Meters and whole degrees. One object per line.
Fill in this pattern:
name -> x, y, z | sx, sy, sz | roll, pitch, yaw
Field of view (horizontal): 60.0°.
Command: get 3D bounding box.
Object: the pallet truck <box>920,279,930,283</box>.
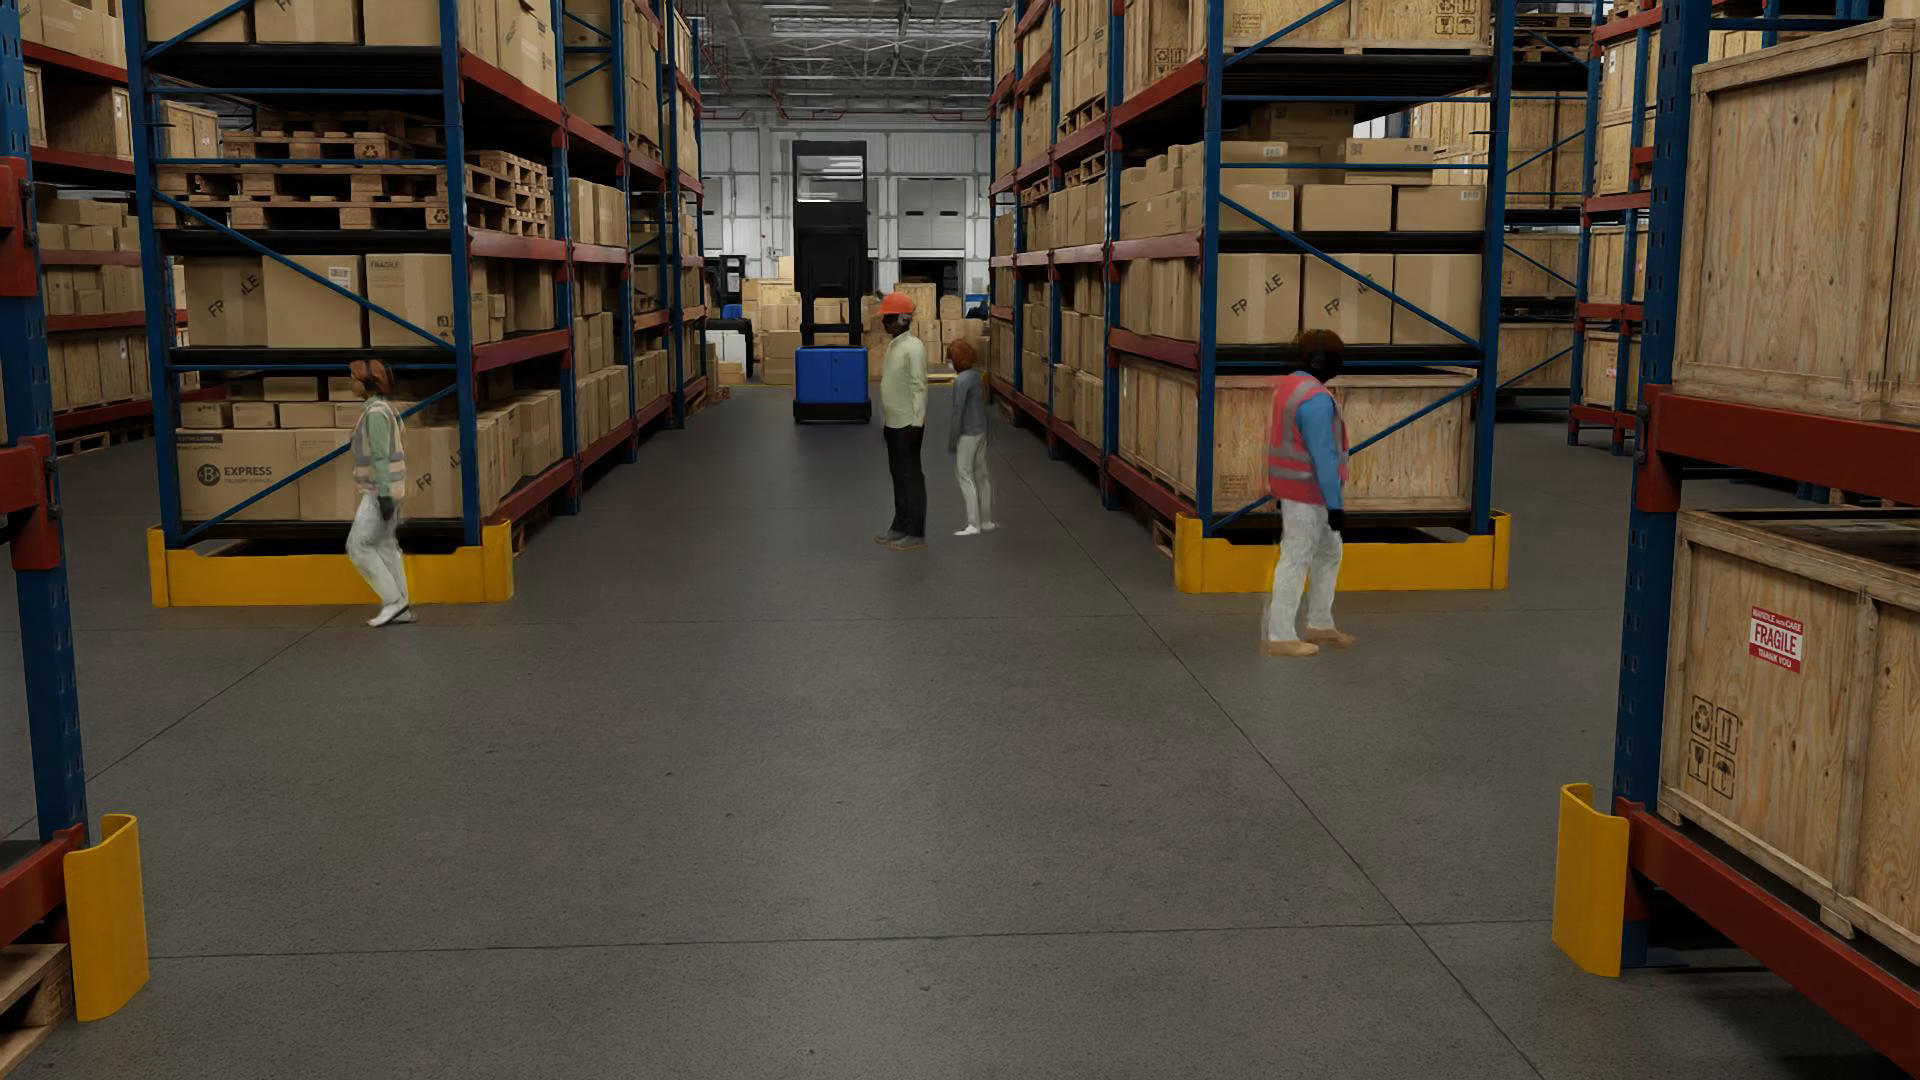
pallet truck -> -0.932, -8.922, 63.114 | 1.885, 1.965, 0.823 | 2, 9, 13

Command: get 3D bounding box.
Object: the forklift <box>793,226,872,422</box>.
forklift -> -1.875, -3.174, 24.260 | 1.129, 2.768, 1.873 | -1, 9, -4

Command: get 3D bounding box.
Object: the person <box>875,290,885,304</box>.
person -> -2.708, -7.922, 58.046 | 0.625, 1.612, 0.326 | -4, 10, -24

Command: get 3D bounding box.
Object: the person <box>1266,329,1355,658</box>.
person -> 2.013, -0.245, 9.172 | 0.681, 1.819, 0.664 | 0, 9, 0

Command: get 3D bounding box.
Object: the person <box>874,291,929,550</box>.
person -> -0.460, -0.925, 12.916 | 0.401, 1.990, 0.622 | -4, 10, -24

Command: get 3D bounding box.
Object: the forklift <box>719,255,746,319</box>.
forklift -> -7.876, -8.525, 57.858 | 1.129, 2.768, 1.873 | -9, 12, -43

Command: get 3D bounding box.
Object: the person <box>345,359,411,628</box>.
person -> -3.491, -0.266, 9.932 | 0.394, 1.625, 0.547 | -3, 10, -19

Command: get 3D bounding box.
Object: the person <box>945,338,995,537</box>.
person -> 0.082, -0.850, 13.647 | 0.325, 1.611, 0.647 | 4, 10, 22

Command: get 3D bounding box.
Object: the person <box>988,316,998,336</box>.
person -> 0.913, -4.938, 38.572 | 1.055, 1.853, 0.594 | -3, 10, -20
